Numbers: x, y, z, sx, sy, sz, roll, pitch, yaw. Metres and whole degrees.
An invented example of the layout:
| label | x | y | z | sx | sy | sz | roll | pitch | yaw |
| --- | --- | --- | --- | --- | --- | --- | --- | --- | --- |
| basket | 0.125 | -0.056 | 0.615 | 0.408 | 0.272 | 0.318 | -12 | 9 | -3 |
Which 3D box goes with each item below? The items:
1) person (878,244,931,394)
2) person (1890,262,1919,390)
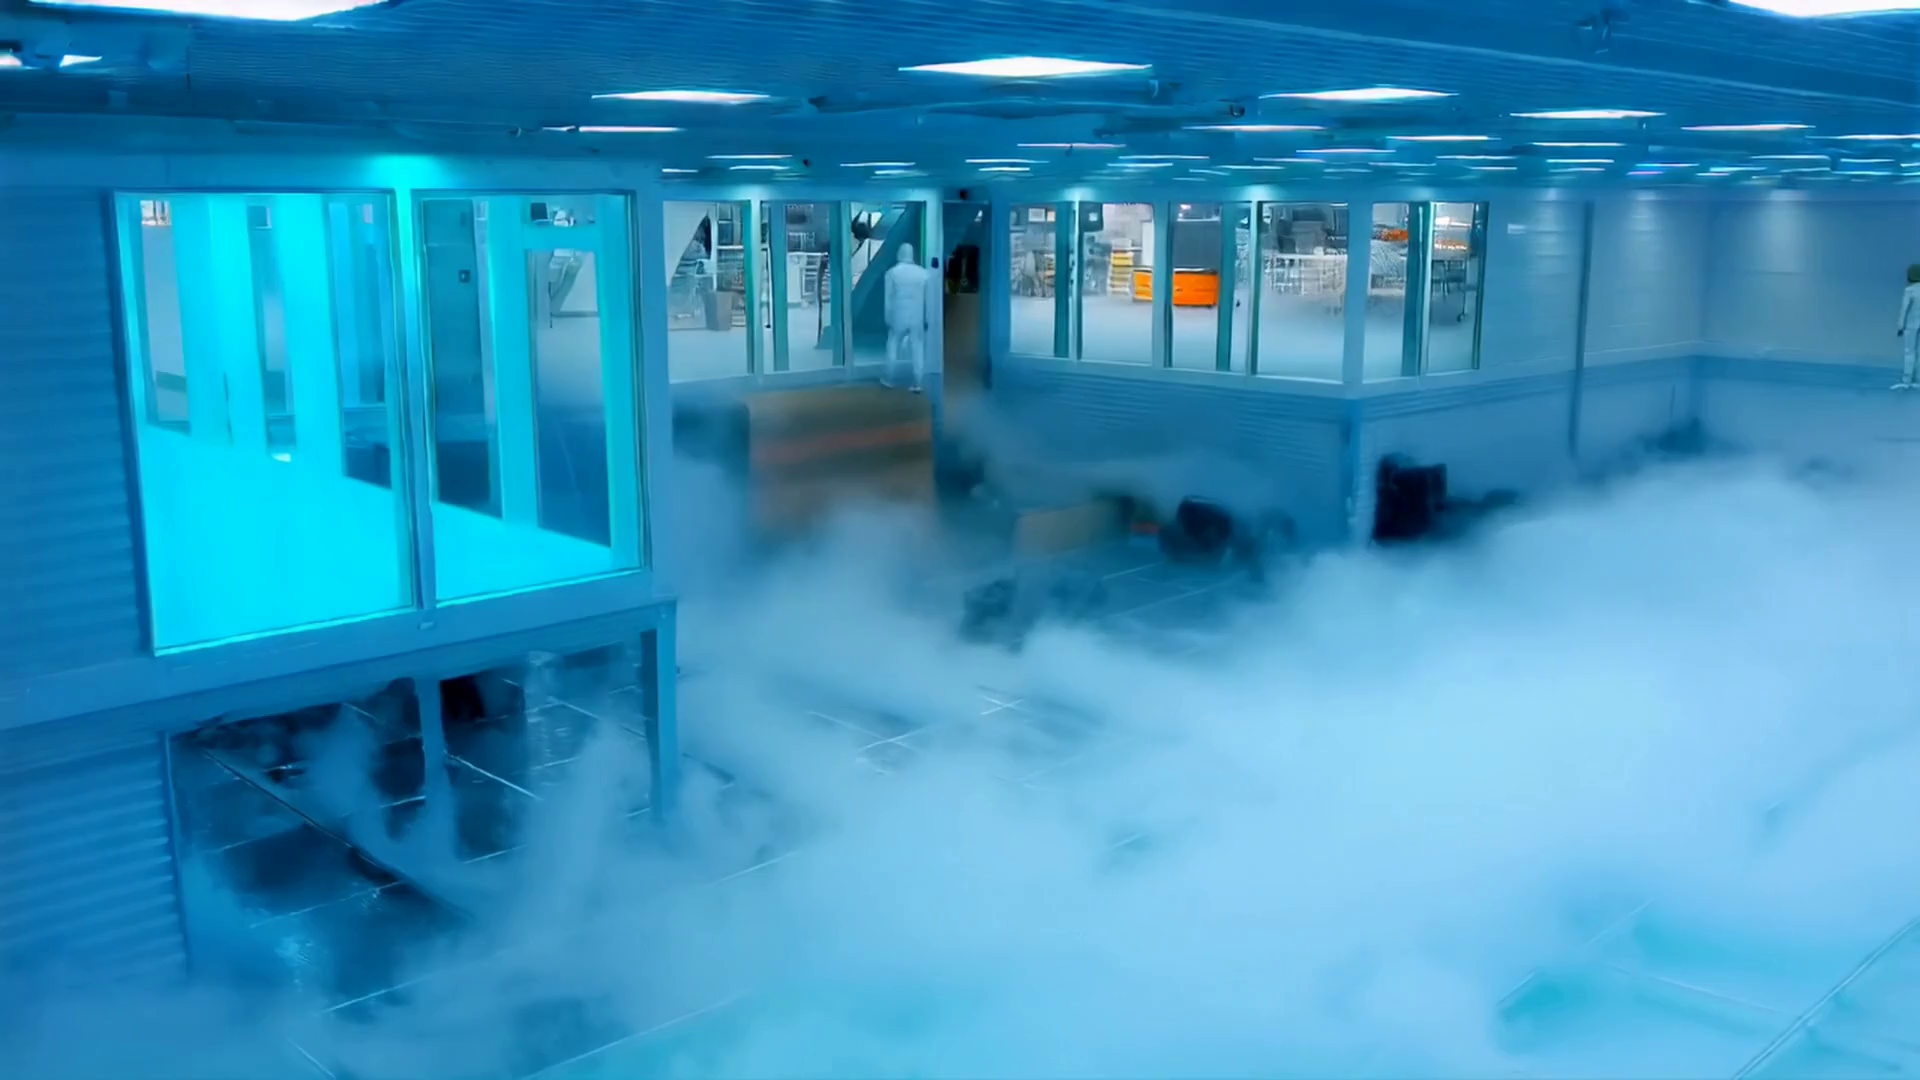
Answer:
| label | x | y | z | sx | sy | sz | roll | pitch | yaw |
| --- | --- | --- | --- | --- | --- | --- | --- | --- | --- |
| person | -0.721 | -2.813 | 21.141 | 0.676 | 1.861 | 0.970 | -5 | 12 | -23 |
| person | 12.299 | -2.753 | 21.441 | 0.499 | 1.634 | 0.289 | -5 | 12 | -25 |
